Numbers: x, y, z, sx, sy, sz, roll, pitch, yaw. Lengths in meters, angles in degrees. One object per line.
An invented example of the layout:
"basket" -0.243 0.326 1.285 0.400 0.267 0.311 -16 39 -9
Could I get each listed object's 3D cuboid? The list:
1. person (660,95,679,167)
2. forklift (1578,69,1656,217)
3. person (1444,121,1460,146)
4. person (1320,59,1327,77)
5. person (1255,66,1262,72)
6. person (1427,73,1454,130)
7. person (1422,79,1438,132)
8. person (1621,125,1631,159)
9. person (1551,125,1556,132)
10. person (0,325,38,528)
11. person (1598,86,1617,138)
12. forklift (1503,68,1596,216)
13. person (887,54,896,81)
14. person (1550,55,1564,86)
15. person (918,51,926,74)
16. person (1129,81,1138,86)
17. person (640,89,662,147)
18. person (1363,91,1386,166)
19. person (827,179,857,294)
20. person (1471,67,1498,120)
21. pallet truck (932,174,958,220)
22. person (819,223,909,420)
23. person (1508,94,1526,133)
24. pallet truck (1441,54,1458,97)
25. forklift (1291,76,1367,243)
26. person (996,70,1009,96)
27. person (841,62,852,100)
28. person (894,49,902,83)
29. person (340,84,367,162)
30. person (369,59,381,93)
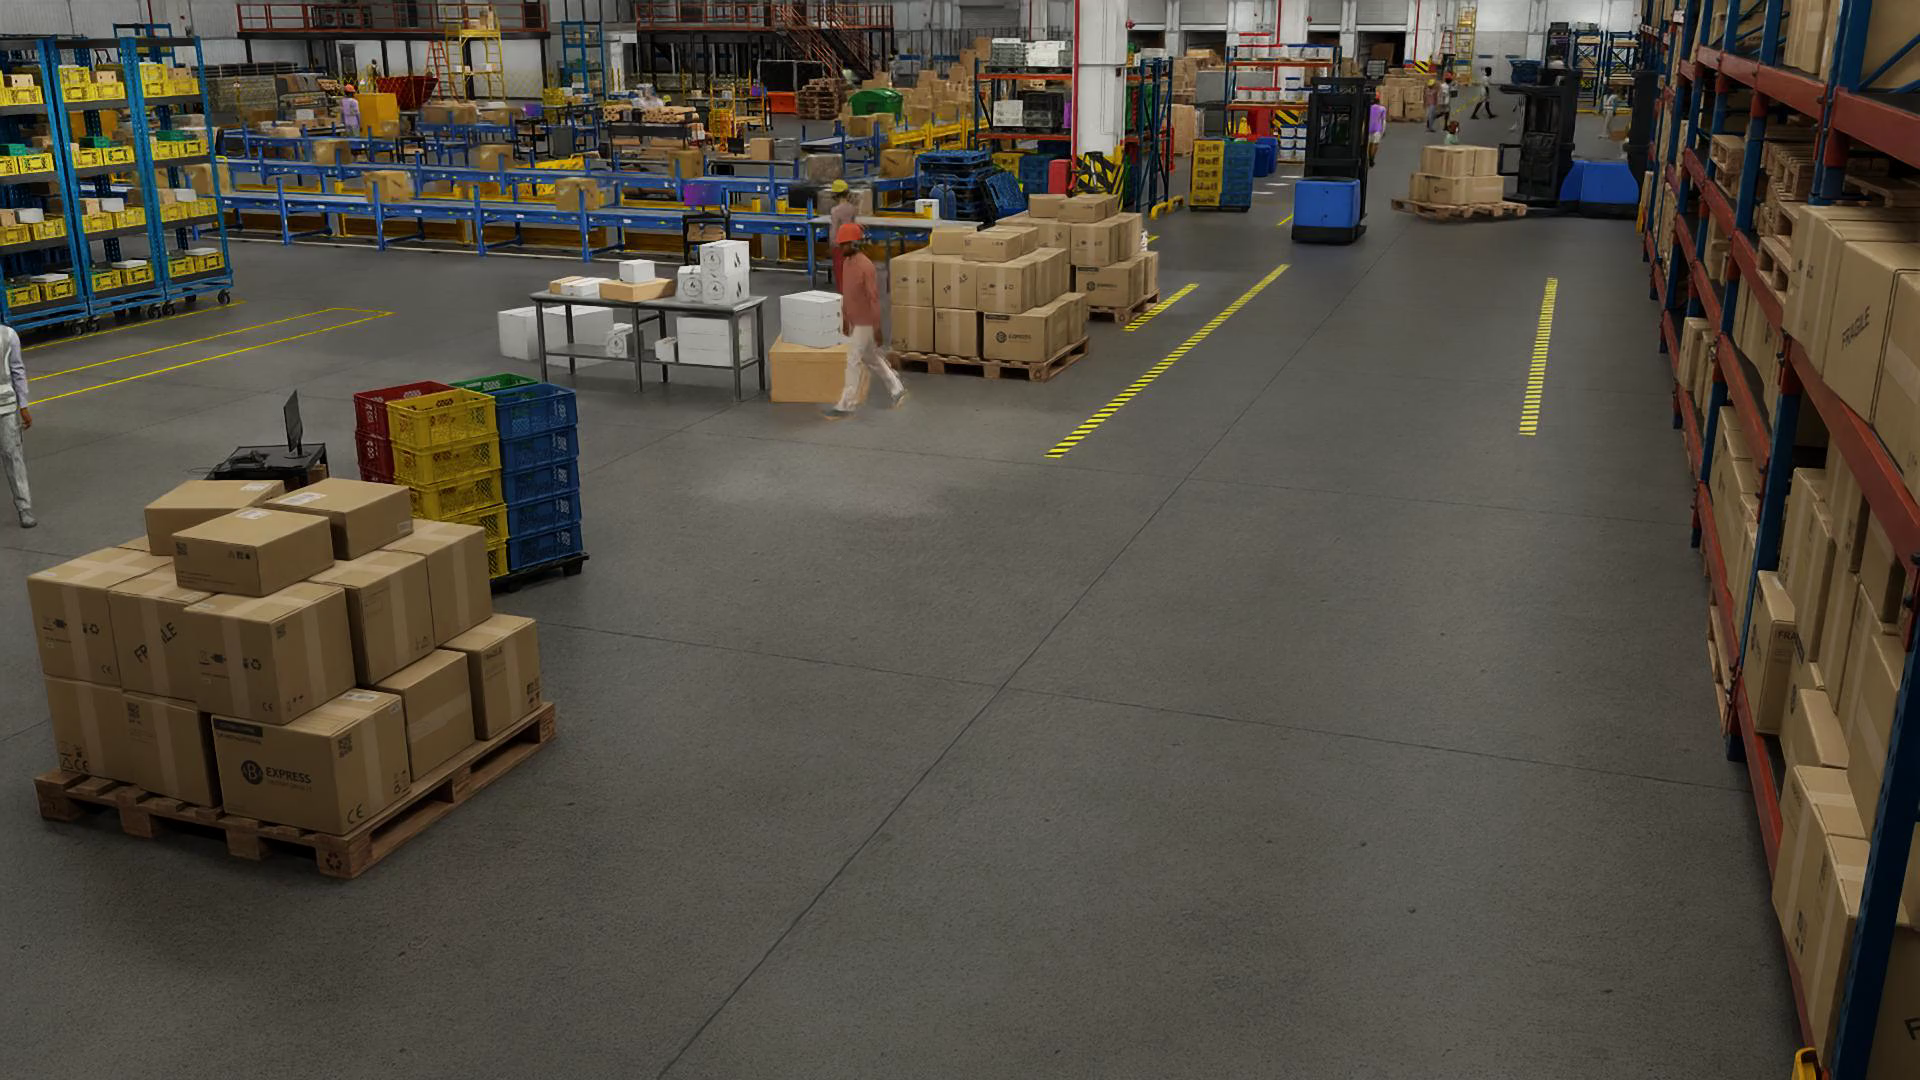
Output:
"person" -7.578 -10.637 43.280 0.404 1.833 0.590 17 24 42
"forklift" 13.219 -7.740 32.475 1.873 2.768 1.129 6 19 18
"person" 10.669 -8.280 36.195 0.285 1.634 0.499 14 22 37
"person" 17.106 -21.827 78.352 0.355 1.886 0.572 4 18 11
"person" 15.086 -23.699 84.340 0.506 1.825 0.932 -7 19 -21
"person" 16.388 -14.892 56.516 0.778 1.919 0.545 3 18 9
"person" 15.702 -14.528 55.670 0.742 1.723 0.522 -11 21 -31
"person" 13.689 -7.728 34.298 0.549 1.736 0.536 7 19 20
"person" 12.342 -7.895 34.981 0.280 1.636 0.500 0 18 0
"person" -7.543 -1.025 12.890 0.601 1.948 0.386 -10 20 -27
"person" 20.600 -13.637 53.058 0.785 1.601 0.536 -10 20 -29
"forklift" 11.815 -7.917 33.031 1.873 2.768 1.129 -6 18 -17
"person" -3.653 -24.970 88.504 0.486 1.727 0.562 0 18 -1
"person" 28.432 -22.144 79.278 0.633 1.922 0.560 11 21 31
"person" -2.094 -26.254 92.229 0.441 1.904 0.606 -11 21 -30
"person" 6.061 -15.584 58.662 0.376 1.933 0.545 -4 18 -14
"person" -8.565 -11.662 46.502 0.713 1.853 0.993 -1 18 -3
"person" 10.797 -10.724 43.417 0.552 1.911 0.790 8 19 24
"person" -1.560 -3.994 22.537 0.455 1.754 0.527 9 20 25
"person" 19.648 -16.668 62.105 1.012 1.905 0.620 4 18 12
"pallet truck" -0.507 -5.292 27.348 0.653 1.274 1.630 6 19 19
"person" -0.921 -2.188 16.573 1.009 1.947 0.667 -8 19 -24
"person" 18.652 -14.310 55.229 0.511 1.581 0.900 -16 24 -41
"pallet truck" 22.765 -21.886 78.355 0.823 1.965 1.885 -4 18 -14
"forklift" 6.598 -6.755 29.381 1.129 2.768 1.873 6 19 19
"person" 1.700 -18.079 66.628 0.500 1.861 0.328 1 18 2
"person" -4.700 -18.984 69.396 0.730 1.896 0.594 15 23 39
"person" -3.554 -26.580 93.305 0.446 1.871 0.613 10 20 29
"person" -16.235 -11.130 44.485 0.616 2.041 0.378 8 19 24
"person" -26.467 -20.847 75.347 0.505 1.842 0.349 -3 18 -9
